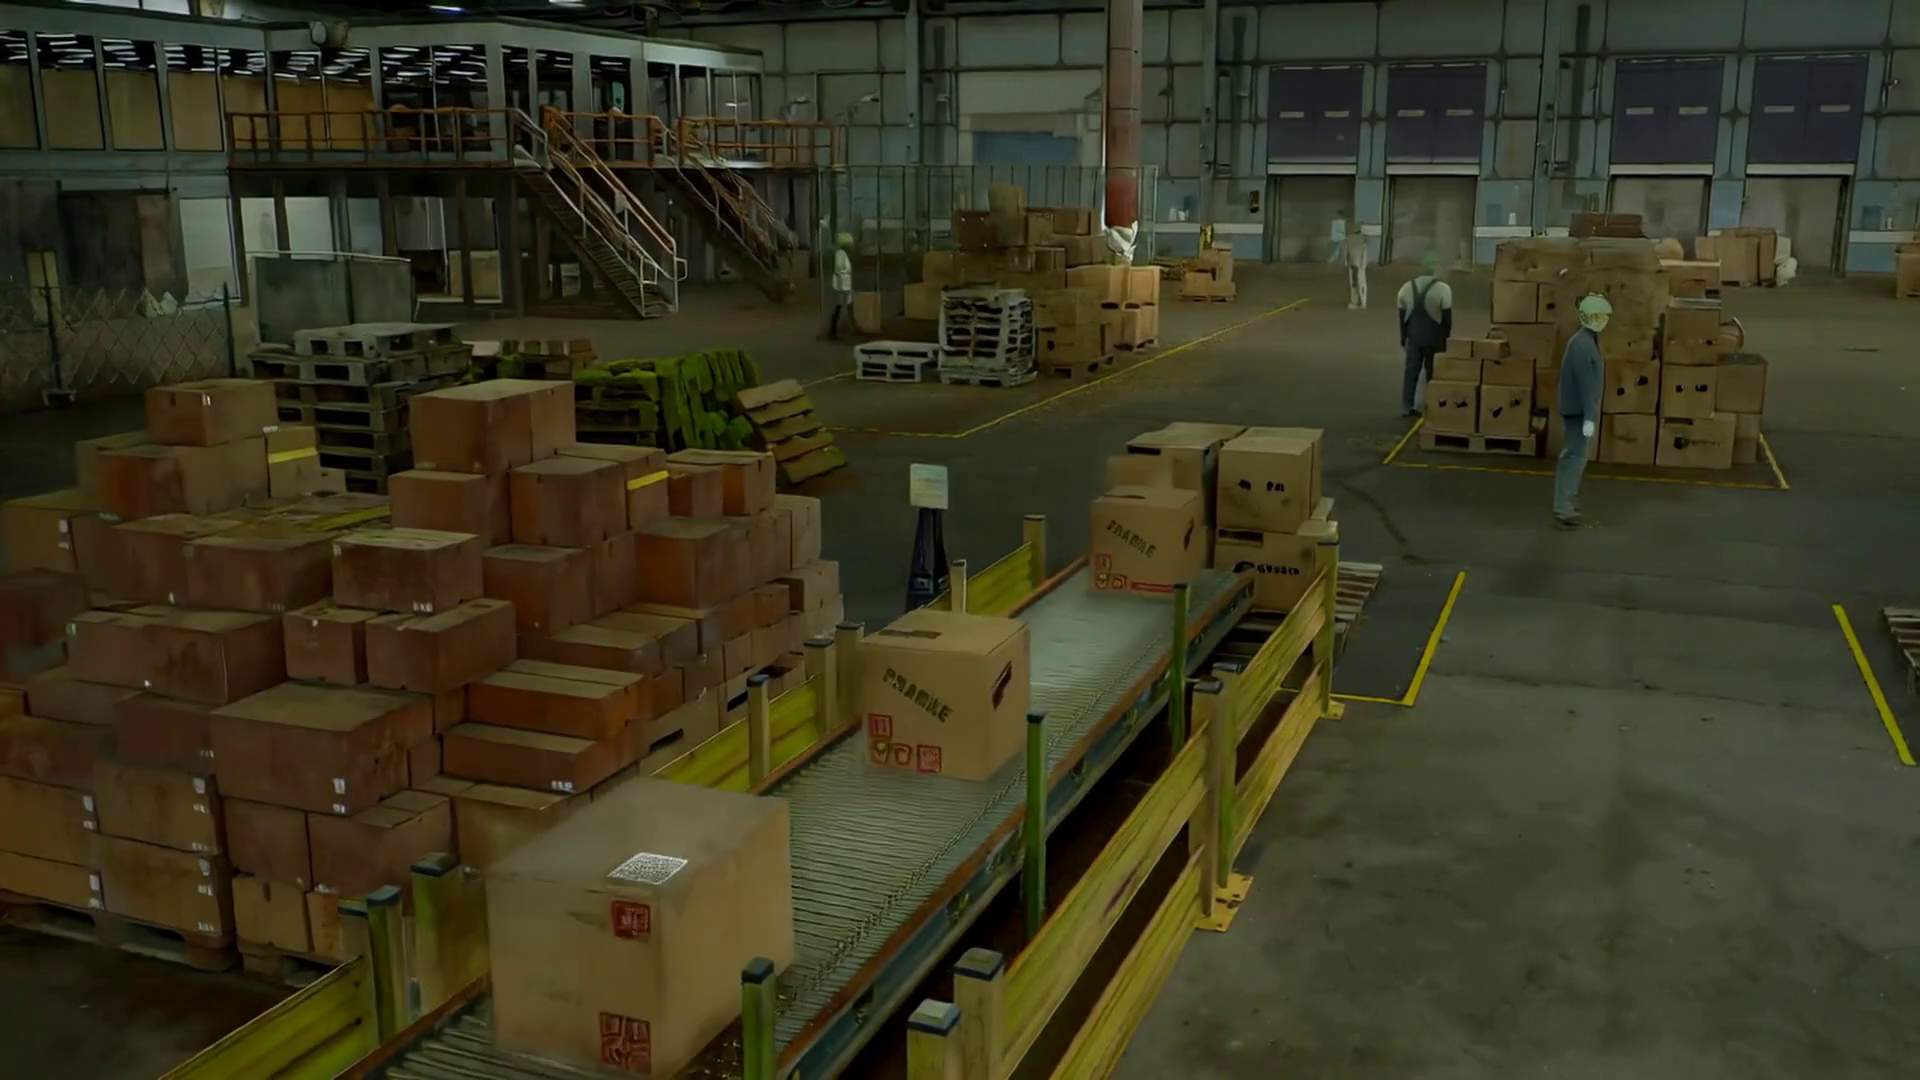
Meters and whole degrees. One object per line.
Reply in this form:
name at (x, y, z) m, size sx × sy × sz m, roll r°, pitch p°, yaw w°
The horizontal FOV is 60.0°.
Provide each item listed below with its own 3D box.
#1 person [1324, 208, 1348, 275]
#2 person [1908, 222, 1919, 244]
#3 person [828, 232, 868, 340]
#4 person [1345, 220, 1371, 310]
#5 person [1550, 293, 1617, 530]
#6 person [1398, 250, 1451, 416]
person at (10.890, -8.619, 48.013) m, size 0.608 × 1.925 × 0.499 m, roll -12°, pitch 17°, yaw -42°
person at (23.359, -6.913, 40.790) m, size 0.334 × 1.750 × 0.506 m, roll 10°, pitch 16°, yaw 38°
person at (-1.976, -4.492, 29.520) m, size 0.830 × 1.905 × 0.574 m, roll 0°, pitch 13°, yaw 2°
person at (8.635, -5.967, 36.121) m, size 0.383 × 1.932 × 0.622 m, roll -9°, pitch 15°, yaw -35°
person at (5.281, -1.092, 14.086) m, size 0.397 × 1.992 × 0.621 m, roll 2°, pitch 13°, yaw 7°
person at (5.741, -2.526, 20.415) m, size 0.673 × 2.000 × 0.535 m, roll 12°, pitch 17°, yaw 42°
